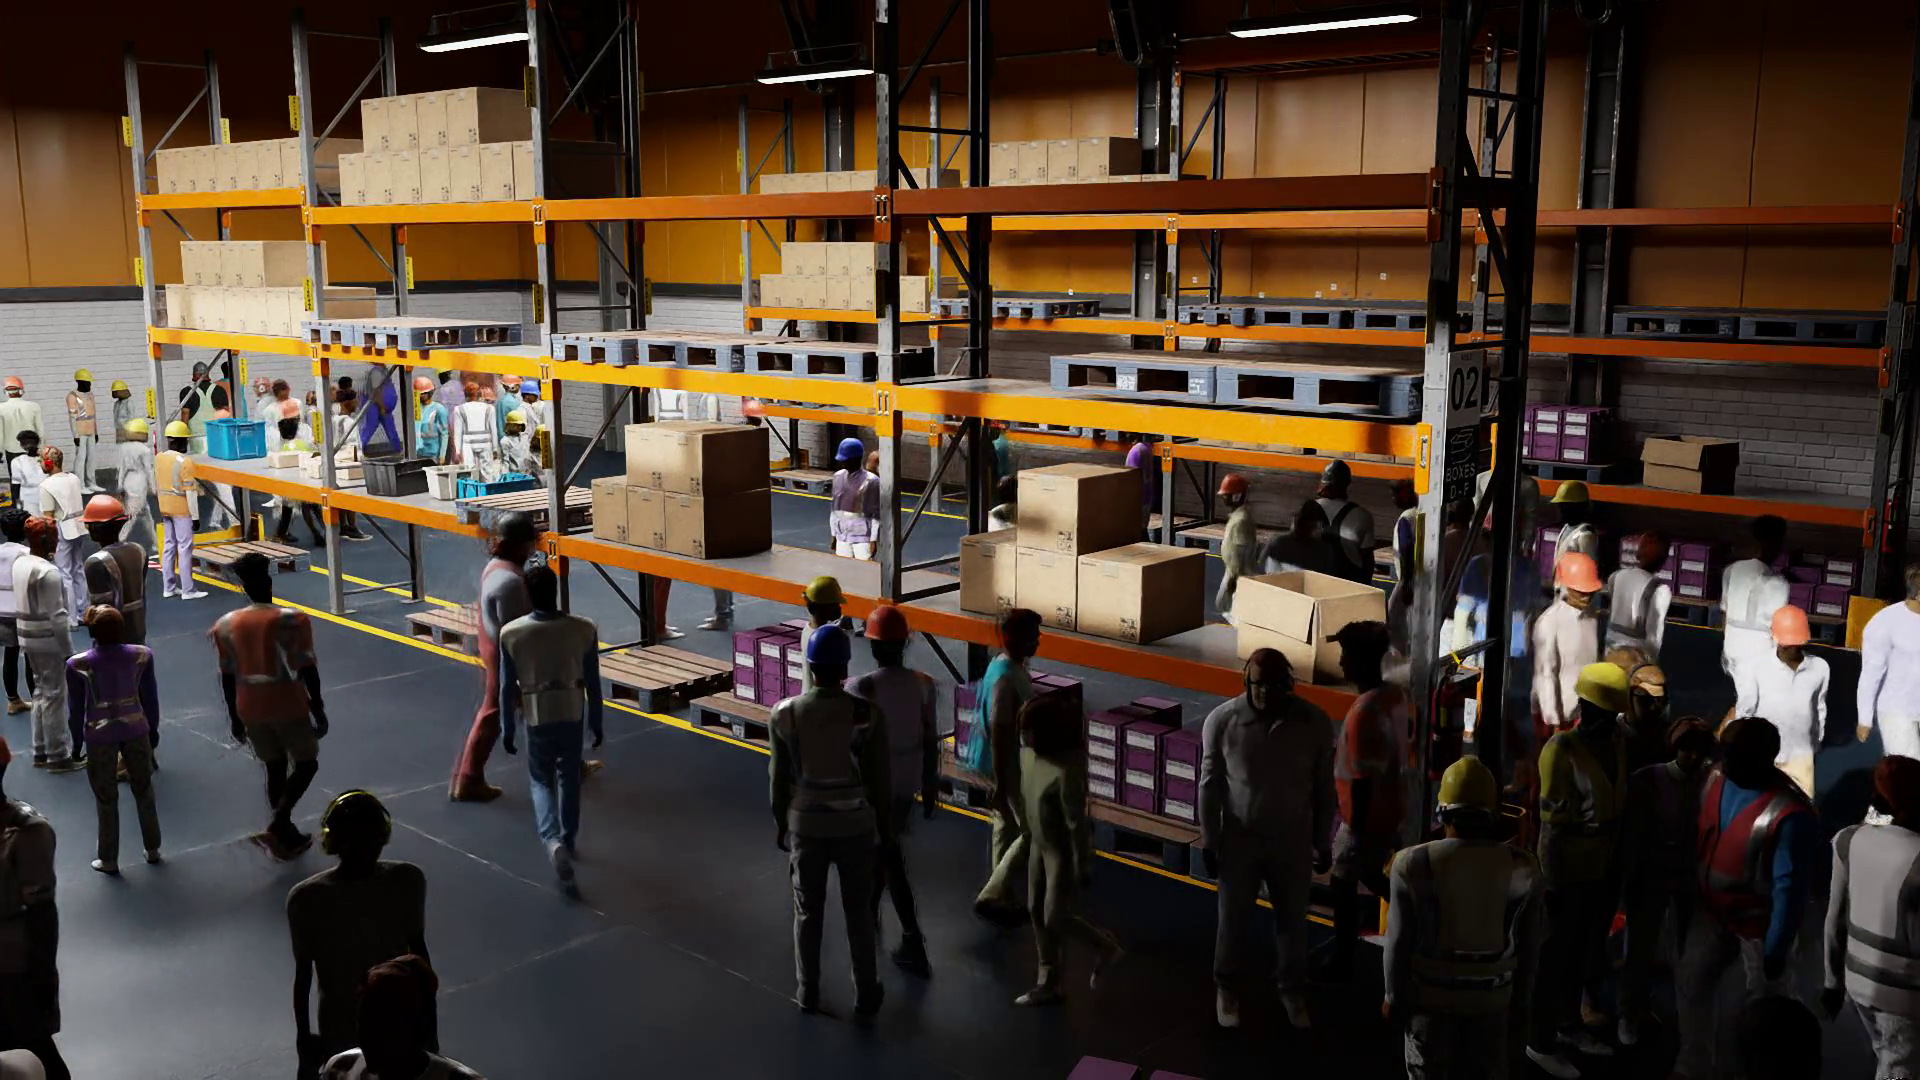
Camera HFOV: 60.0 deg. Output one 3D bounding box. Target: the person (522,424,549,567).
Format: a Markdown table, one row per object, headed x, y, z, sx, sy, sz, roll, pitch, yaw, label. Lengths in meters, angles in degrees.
| x | y | z | sx | sy | sz | roll | pitch | yaw | label |
| --- | --- | --- | --- | --- | --- | --- | --- | --- | --- |
| -4.801 | -0.471 | 19.213 | 0.305 | 1.738 | 0.484 | 7 | 12 | 36 | person |

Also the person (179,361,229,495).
| x | y | z | sx | sy | sz | roll | pitch | yaw | label |
| --- | --- | --- | --- | --- | --- | --- | --- | --- | --- |
| -11.501 | -1.704 | 25.326 | 0.692 | 2.000 | 0.535 | -7 | 12 | -33 | person |

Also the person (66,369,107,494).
| x | y | z | sx | sy | sz | roll | pitch | yaw | label |
| --- | --- | --- | --- | --- | --- | --- | --- | --- | --- |
| -13.364 | -1.659 | 25.427 | 0.400 | 1.918 | 0.592 | 1 | 10 | 5 | person |

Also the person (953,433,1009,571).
| x | y | z | sx | sy | sz | roll | pitch | yaw | label |
| --- | --- | --- | --- | --- | --- | --- | --- | --- | --- |
| 0.287 | -0.558 | 19.298 | 0.836 | 1.879 | 0.649 | 4 | 11 | 19 | person |

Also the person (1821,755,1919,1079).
| x | y | z | sx | sy | sz | roll | pitch | yaw | label |
| --- | --- | --- | --- | --- | --- | --- | --- | --- | --- |
| 3.514 | 1.745 | 6.382 | 0.790 | 1.845 | 0.605 | -3 | 10 | -14 | person |

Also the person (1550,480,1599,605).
| x | y | z | sx | sy | sz | roll | pitch | yaw | label |
| --- | --- | --- | --- | --- | --- | --- | --- | --- | --- |
| 4.888 | 0.473 | 13.337 | 0.382 | 1.924 | 0.594 | 1 | 10 | 4 | person |

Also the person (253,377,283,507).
| x | y | z | sx | sy | sz | roll | pitch | yaw | label |
| --- | --- | --- | --- | --- | --- | --- | --- | --- | --- |
| -10.067 | -1.433 | 24.242 | 0.411 | 1.895 | 0.658 | -1 | 10 | -4 | person |

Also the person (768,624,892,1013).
| x | y | z | sx | sy | sz | roll | pitch | yaw | label |
| --- | --- | --- | --- | --- | --- | --- | --- | --- | --- |
| -0.632 | 1.374 | 8.181 | 0.603 | 1.949 | 0.389 | 1 | 10 | 3 | person |

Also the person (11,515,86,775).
| x | y | z | sx | sy | sz | roll | pitch | yaw | label |
| --- | --- | --- | --- | --- | --- | --- | --- | --- | --- |
| -6.532 | 0.753 | 11.912 | 0.588 | 1.878 | 0.361 | 8 | 13 | 39 | person |

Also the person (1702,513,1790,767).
| x | y | z | sx | sy | sz | roll | pitch | yaw | label |
| --- | --- | --- | --- | --- | --- | --- | --- | --- | --- |
| 5.516 | 0.785 | 11.526 | 0.431 | 1.953 | 0.636 | -1 | 10 | -4 | person |

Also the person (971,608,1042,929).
| x | y | z | sx | sy | sz | roll | pitch | yaw | label |
| --- | --- | --- | --- | --- | --- | --- | --- | --- | --- |
| 0.297 | 1.264 | 9.167 | 0.467 | 1.829 | 0.546 | -1 | 10 | -4 | person |

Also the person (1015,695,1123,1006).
| x | y | z | sx | sy | sz | roll | pitch | yaw | label |
| --- | --- | --- | --- | --- | --- | --- | --- | --- | --- |
| 0.518 | 1.535 | 8.245 | 0.504 | 1.613 | 0.505 | -5 | 11 | -27 | person |

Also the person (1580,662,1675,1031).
| x | y | z | sx | sy | sz | roll | pitch | yaw | label |
| --- | --- | --- | --- | --- | --- | --- | --- | --- | --- |
| 3.209 | 1.468 | 7.990 | 0.501 | 1.838 | 0.356 | -1 | 10 | -8 | person |

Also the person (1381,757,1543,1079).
| x | y | z | sx | sy | sz | roll | pitch | yaw | label |
| --- | --- | --- | --- | --- | --- | --- | --- | --- | --- |
| 1.932 | 1.736 | 6.464 | 0.596 | 1.832 | 0.404 | 0 | 10 | 2 | person |

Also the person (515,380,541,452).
| x | y | z | sx | sy | sz | roll | pitch | yaw | label |
| --- | --- | --- | --- | --- | --- | --- | --- | --- | --- |
| -5.917 | -1.222 | 22.863 | 0.387 | 1.948 | 0.601 | 0 | 10 | -3 | person |

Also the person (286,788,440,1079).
| x | y | z | sx | sy | sz | roll | pitch | yaw | label |
| --- | --- | --- | --- | --- | --- | --- | --- | --- | --- |
| -2.163 | 1.795 | 6.062 | 0.504 | 1.862 | 0.327 | -6 | 12 | -33 | person |

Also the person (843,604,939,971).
| x | y | z | sx | sy | sz | roll | pitch | yaw | label |
| --- | --- | --- | --- | --- | --- | --- | --- | --- | --- |
| -0.398 | 1.283 | 8.885 | 0.564 | 1.891 | 0.989 | -7 | 12 | -33 | person |

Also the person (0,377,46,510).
| x | y | z | sx | sy | sz | roll | pitch | yaw | label |
| --- | --- | --- | --- | --- | --- | --- | --- | --- | --- |
| -12.951 | -1.255 | 22.942 | 0.608 | 1.986 | 0.391 | -7 | 12 | -34 | person |

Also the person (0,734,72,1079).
| x | y | z | sx | sy | sz | roll | pitch | yaw | label |
| --- | --- | --- | --- | --- | --- | --- | --- | --- | --- |
| -3.829 | 1.661 | 6.633 | 0.548 | 1.929 | 0.390 | 5 | 11 | 26 | person |

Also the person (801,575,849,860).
| x | y | z | sx | sy | sz | roll | pitch | yaw | label |
| --- | --- | --- | --- | --- | --- | --- | --- | --- | --- |
| -0.839 | 1.089 | 10.315 | 0.317 | 1.766 | 0.533 | -2 | 10 | -12 | person |

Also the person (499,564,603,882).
| x | y | z | sx | sy | sz | roll | pitch | yaw | label |
| --- | --- | --- | --- | --- | --- | --- | --- | --- | --- |
| -2.443 | 1.089 | 9.996 | 0.607 | 1.889 | 0.824 | -4 | 11 | -21 | person |

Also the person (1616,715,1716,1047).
| x | y | z | sx | sy | sz | roll | pitch | yaw | label |
| --- | --- | --- | --- | --- | --- | --- | --- | --- | --- |
| 3.356 | 1.604 | 7.796 | 0.517 | 1.630 | 0.323 | 2 | 10 | 11 | person |

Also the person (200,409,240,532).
| x | y | z | sx | sy | sz | roll | pitch | yaw | label |
| --- | --- | --- | --- | --- | --- | --- | --- | --- | --- |
| -9.524 | -0.863 | 21.564 | 0.913 | 1.700 | 0.619 | 5 | 11 | 25 | person |

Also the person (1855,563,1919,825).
| x | y | z | sx | sy | sz | roll | pitch | yaw | label |
| --- | --- | --- | --- | --- | --- | --- | --- | --- | --- |
| 5.757 | 1.050 | 10.114 | 0.640 | 1.922 | 0.668 | -2 | 10 | -13 | person |

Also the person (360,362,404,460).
| x | y | z | sx | sy | sz | roll | pitch | yaw | label |
| --- | --- | --- | --- | --- | --- | --- | --- | --- | --- |
| -10.250 | -2.408 | 29.304 | 1.045 | 2.000 | 0.724 | -1 | 10 | -5 | person |

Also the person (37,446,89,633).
| x | y | z | sx | sy | sz | roll | pitch | yaw | label |
| --- | --- | --- | --- | --- | --- | --- | --- | --- | --- |
| -8.772 | -0.004 | 16.309 | 0.384 | 1.835 | 0.560 | 0 | 10 | 2 | person |

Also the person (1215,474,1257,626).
| x | y | z | sx | sy | sz | roll | pitch | yaw | label |
| --- | --- | --- | --- | --- | --- | --- | --- | --- | --- |
| 2.487 | 0.268 | 15.038 | 0.377 | 1.738 | 0.579 | 0 | 10 | 2 | person |

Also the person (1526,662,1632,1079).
| x | y | z | sx | sy | sz | roll | pitch | yaw | label |
| --- | --- | --- | --- | --- | --- | --- | --- | --- | --- |
| 2.855 | 1.486 | 7.623 | 0.588 | 1.923 | 0.383 | -8 | 13 | -39 | person |

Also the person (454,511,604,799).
| x | y | z | sx | sy | sz | roll | pitch | yaw | label |
| --- | --- | --- | --- | --- | --- | --- | --- | --- | --- |
| -3.034 | 0.753 | 11.431 | 1.038 | 2.000 | 0.700 | -3 | 10 | -16 | person |

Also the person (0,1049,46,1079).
| x | y | z | sx | sy | sz | roll | pitch | yaw | label |
| --- | --- | --- | --- | --- | --- | --- | --- | --- | --- |
| -2.658 | 2.068 | 4.549 | 0.372 | 1.843 | 0.571 | 0 | 10 | 2 | person |

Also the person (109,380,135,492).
| x | y | z | sx | sy | sz | roll | pitch | yaw | label |
| --- | --- | --- | --- | --- | --- | --- | --- | --- | --- |
| -12.808 | -1.582 | 25.496 | 0.484 | 1.738 | 0.320 | 7 | 12 | 33 | person |

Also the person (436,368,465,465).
| x | y | z | sx | sy | sz | roll | pitch | yaw | label |
| --- | --- | --- | --- | --- | --- | --- | --- | --- | --- |
| -8.311 | -1.958 | 27.158 | 0.536 | 1.916 | 0.606 | 1 | 10 | 8 | person |

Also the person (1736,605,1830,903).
| x | y | z | sx | sy | sz | roll | pitch | yaw | label |
| --- | --- | --- | --- | --- | --- | --- | --- | --- | --- |
| 4.816 | 1.196 | 9.828 | 0.568 | 1.722 | 0.724 | 0 | 10 | 1 | person |
